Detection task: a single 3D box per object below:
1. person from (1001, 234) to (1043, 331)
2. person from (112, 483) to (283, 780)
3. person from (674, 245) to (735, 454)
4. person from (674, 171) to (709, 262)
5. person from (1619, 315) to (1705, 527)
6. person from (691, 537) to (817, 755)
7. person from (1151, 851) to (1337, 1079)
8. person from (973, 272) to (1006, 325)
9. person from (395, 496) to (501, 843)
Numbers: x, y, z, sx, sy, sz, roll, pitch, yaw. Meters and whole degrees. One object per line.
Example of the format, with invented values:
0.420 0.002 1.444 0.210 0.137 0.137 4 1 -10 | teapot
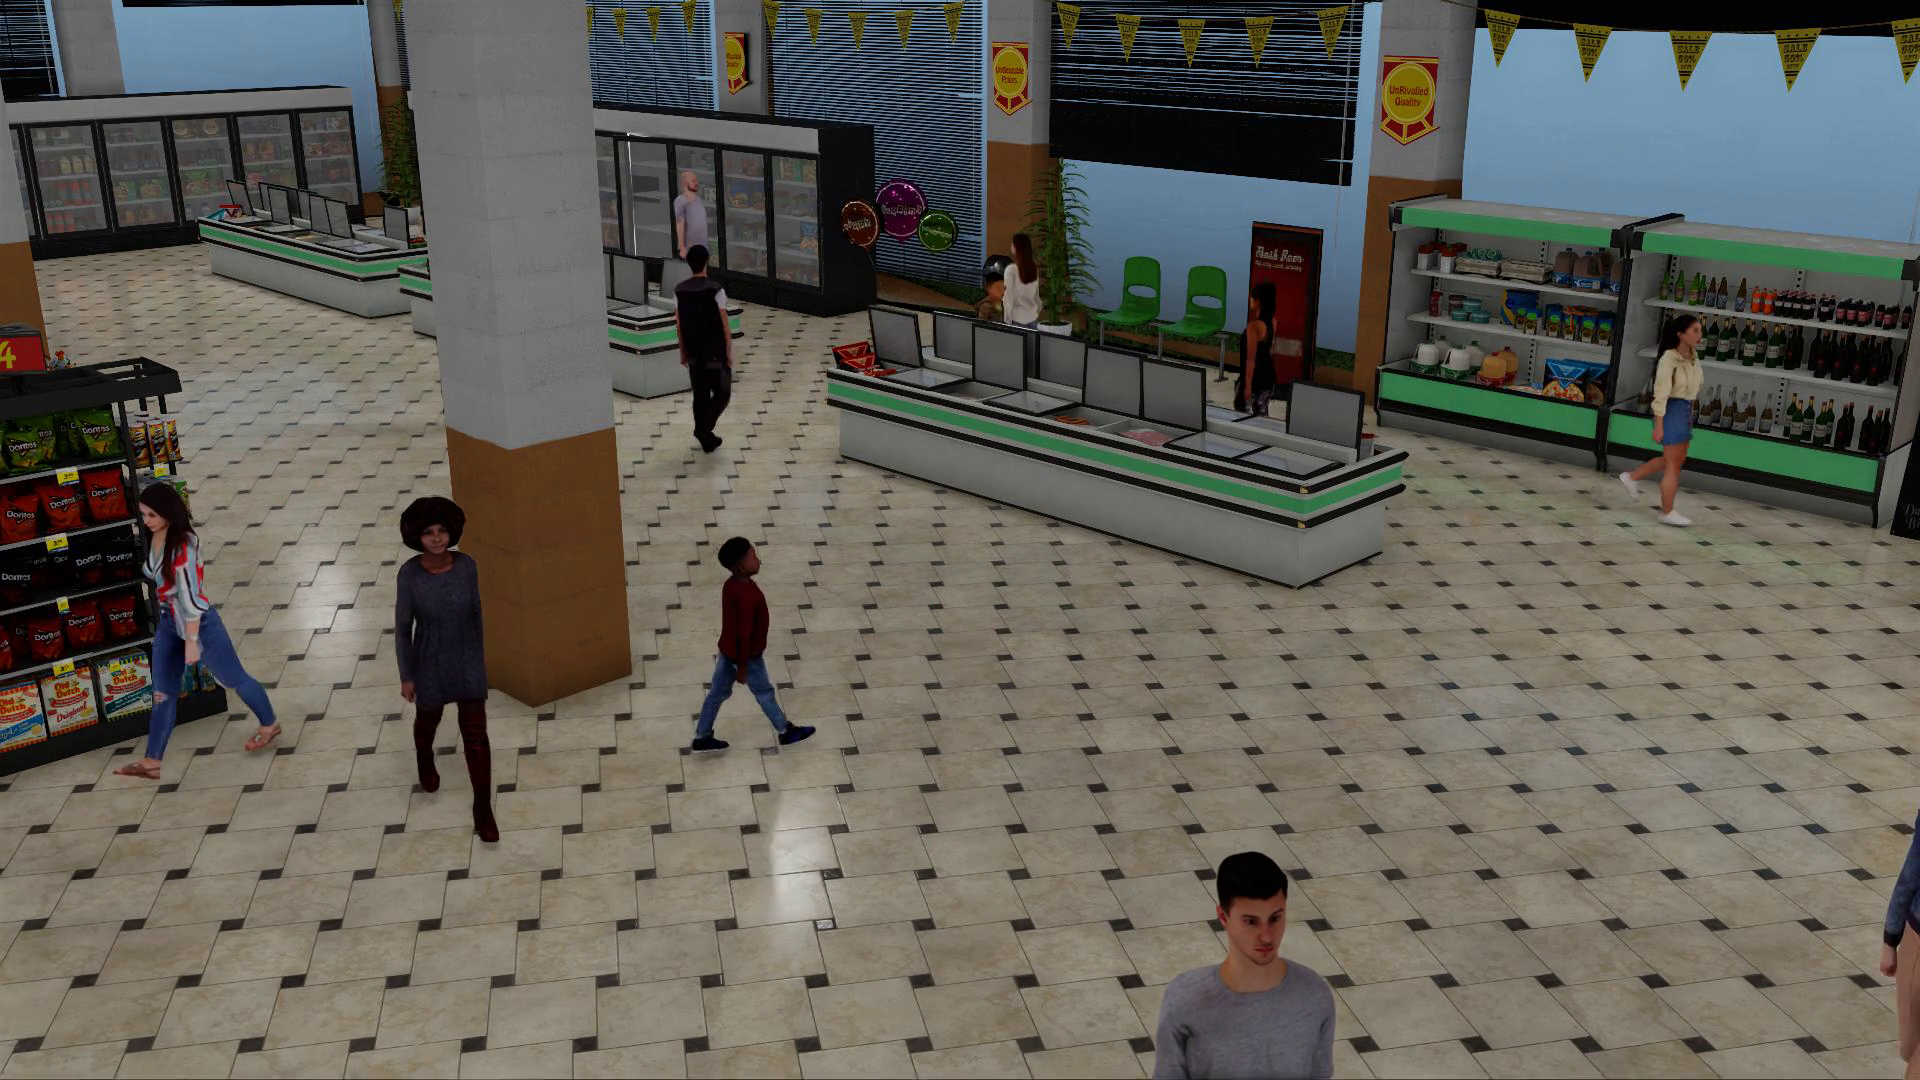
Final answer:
0.657 -2.136 16.250 0.666 1.679 0.889 -15 24 -37 | person
-3.959 0.461 8.739 1.119 1.556 0.836 12 22 31 | person
-2.245 -1.624 14.476 0.923 1.842 0.941 6 19 16 | person
-3.247 -3.548 20.188 0.722 1.837 0.746 7 20 21 | person
5.413 -0.935 12.776 0.660 1.622 0.880 -16 24 -39 | person
-1.227 0.605 8.840 0.757 1.219 0.896 -9 21 -25 | person
0.750 1.709 4.516 0.755 1.889 0.748 -5 19 -15 | person
0.222 -1.798 15.640 0.946 1.427 0.782 8 20 21 | person
-2.556 0.601 8.144 0.776 1.672 1.164 -11 21 -29 | person
